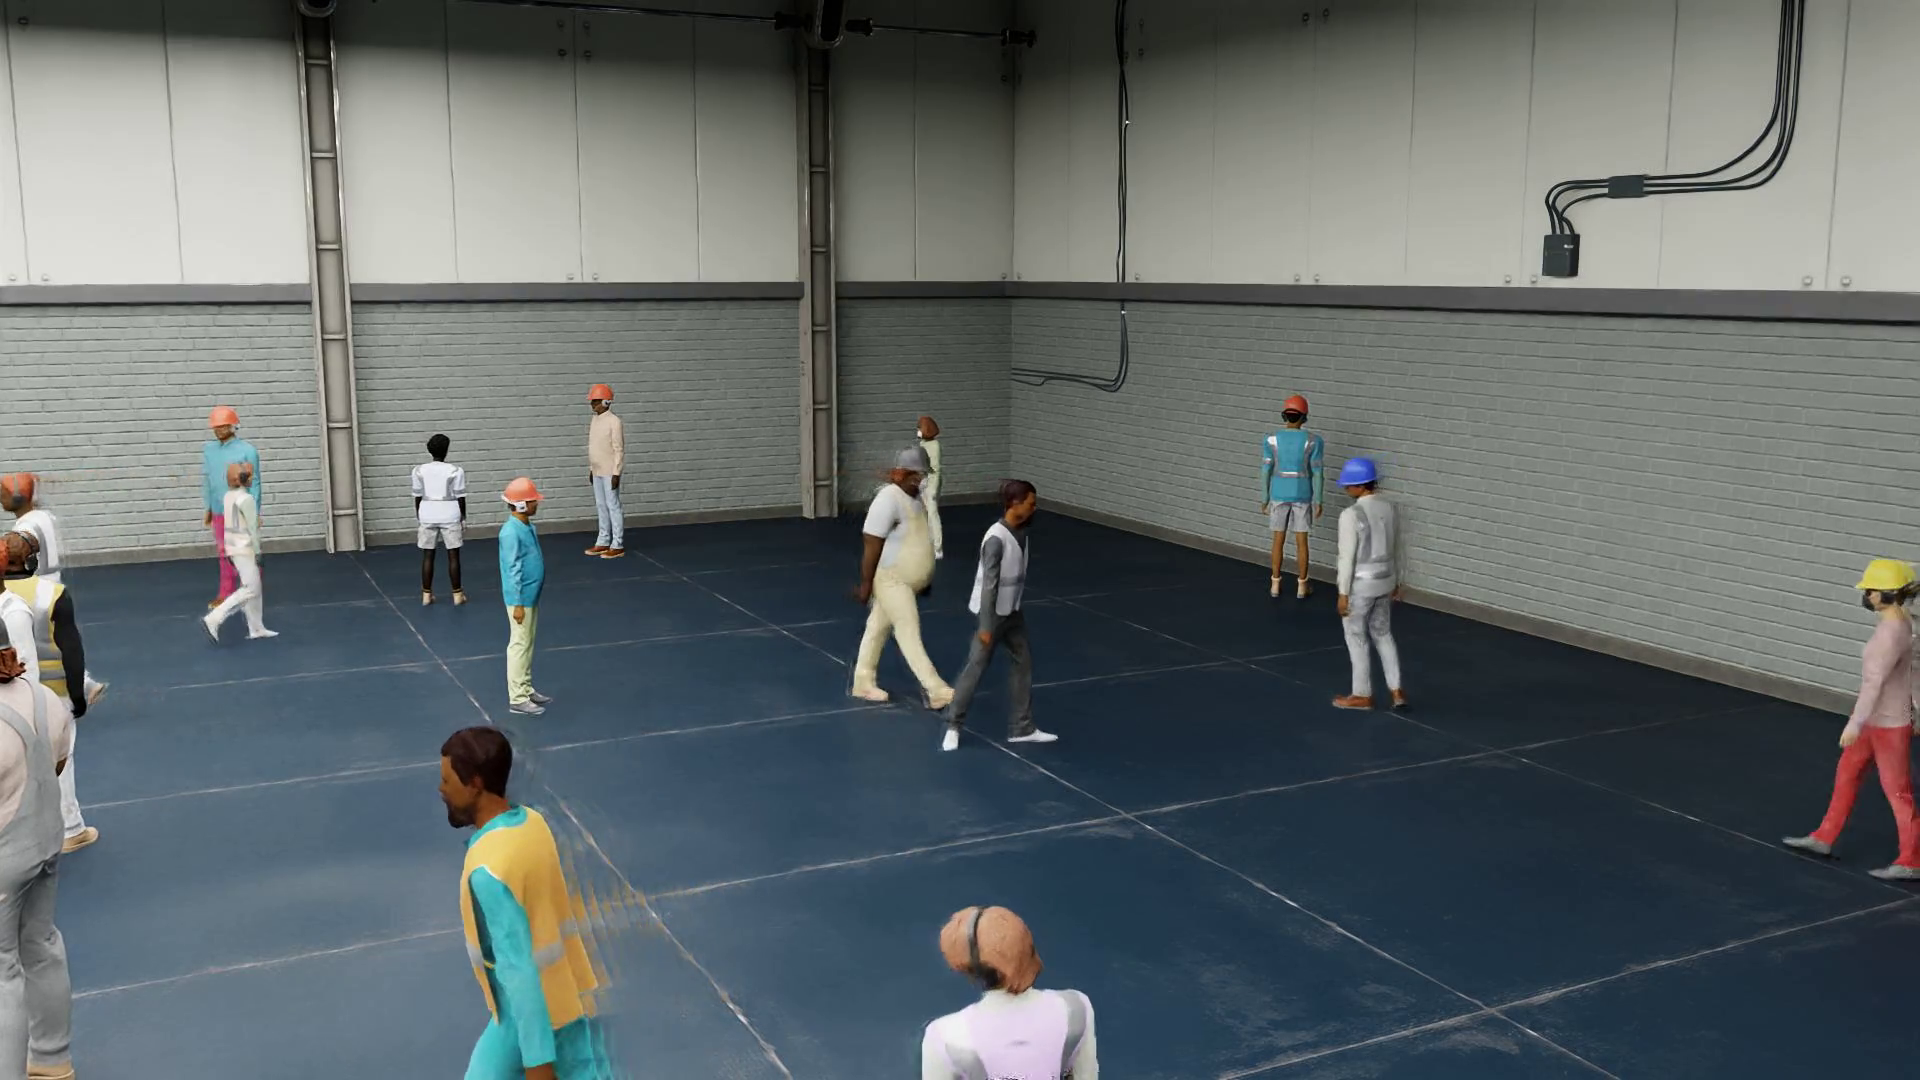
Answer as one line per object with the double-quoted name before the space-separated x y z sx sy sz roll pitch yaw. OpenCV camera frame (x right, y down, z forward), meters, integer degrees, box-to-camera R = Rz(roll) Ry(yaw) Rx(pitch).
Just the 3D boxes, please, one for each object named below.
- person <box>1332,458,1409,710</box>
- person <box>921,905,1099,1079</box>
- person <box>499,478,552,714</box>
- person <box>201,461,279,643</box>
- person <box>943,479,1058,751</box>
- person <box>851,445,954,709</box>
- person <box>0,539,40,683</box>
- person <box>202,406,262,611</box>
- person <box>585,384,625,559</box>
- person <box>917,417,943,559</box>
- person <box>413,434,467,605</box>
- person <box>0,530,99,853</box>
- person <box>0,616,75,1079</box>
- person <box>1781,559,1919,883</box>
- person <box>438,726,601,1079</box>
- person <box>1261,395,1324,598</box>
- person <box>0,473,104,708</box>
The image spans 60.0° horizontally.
"person" 3.049 0.348 12.295 0.680 1.919 0.519 -7 11 -36
"person" 0.157 1.756 4.515 0.560 1.616 0.387 -4 10 -21
"person" -3.235 0.408 12.396 0.333 1.749 0.574 -1 9 -3
"person" -6.359 0.115 14.609 0.604 1.618 0.522 -7 12 -38
"person" 0.232 0.511 11.435 0.743 1.875 0.628 4 10 24
"person" -0.377 0.248 12.498 1.075 2.000 0.707 3 10 18
"person" -5.090 0.920 8.843 0.584 1.882 0.346 8 12 39
"person" -7.041 -0.304 16.047 0.620 1.990 0.399 3 10 16
"person" -4.066 -0.789 19.027 0.379 1.996 0.611 -8 12 -41
"person" -0.357 -0.595 18.971 0.285 1.627 0.508 -4 10 -22
"person" -5.093 -0.195 16.328 0.535 1.690 0.322 0 9 0
"person" -5.224 0.859 9.350 0.621 1.845 0.430 -1 9 -3
"person" -3.771 1.235 6.420 0.539 2.000 0.688 0 9 1
"person" 4.877 0.967 9.002 0.802 1.736 0.538 5 11 29
"person" -1.451 1.504 5.341 1.051 1.848 0.606 0 9 0
"person" 3.338 -0.436 16.707 0.616 2.041 0.378 3 10 19
"person" -6.534 0.440 11.823 0.538 1.872 0.581 -3 10 -15
